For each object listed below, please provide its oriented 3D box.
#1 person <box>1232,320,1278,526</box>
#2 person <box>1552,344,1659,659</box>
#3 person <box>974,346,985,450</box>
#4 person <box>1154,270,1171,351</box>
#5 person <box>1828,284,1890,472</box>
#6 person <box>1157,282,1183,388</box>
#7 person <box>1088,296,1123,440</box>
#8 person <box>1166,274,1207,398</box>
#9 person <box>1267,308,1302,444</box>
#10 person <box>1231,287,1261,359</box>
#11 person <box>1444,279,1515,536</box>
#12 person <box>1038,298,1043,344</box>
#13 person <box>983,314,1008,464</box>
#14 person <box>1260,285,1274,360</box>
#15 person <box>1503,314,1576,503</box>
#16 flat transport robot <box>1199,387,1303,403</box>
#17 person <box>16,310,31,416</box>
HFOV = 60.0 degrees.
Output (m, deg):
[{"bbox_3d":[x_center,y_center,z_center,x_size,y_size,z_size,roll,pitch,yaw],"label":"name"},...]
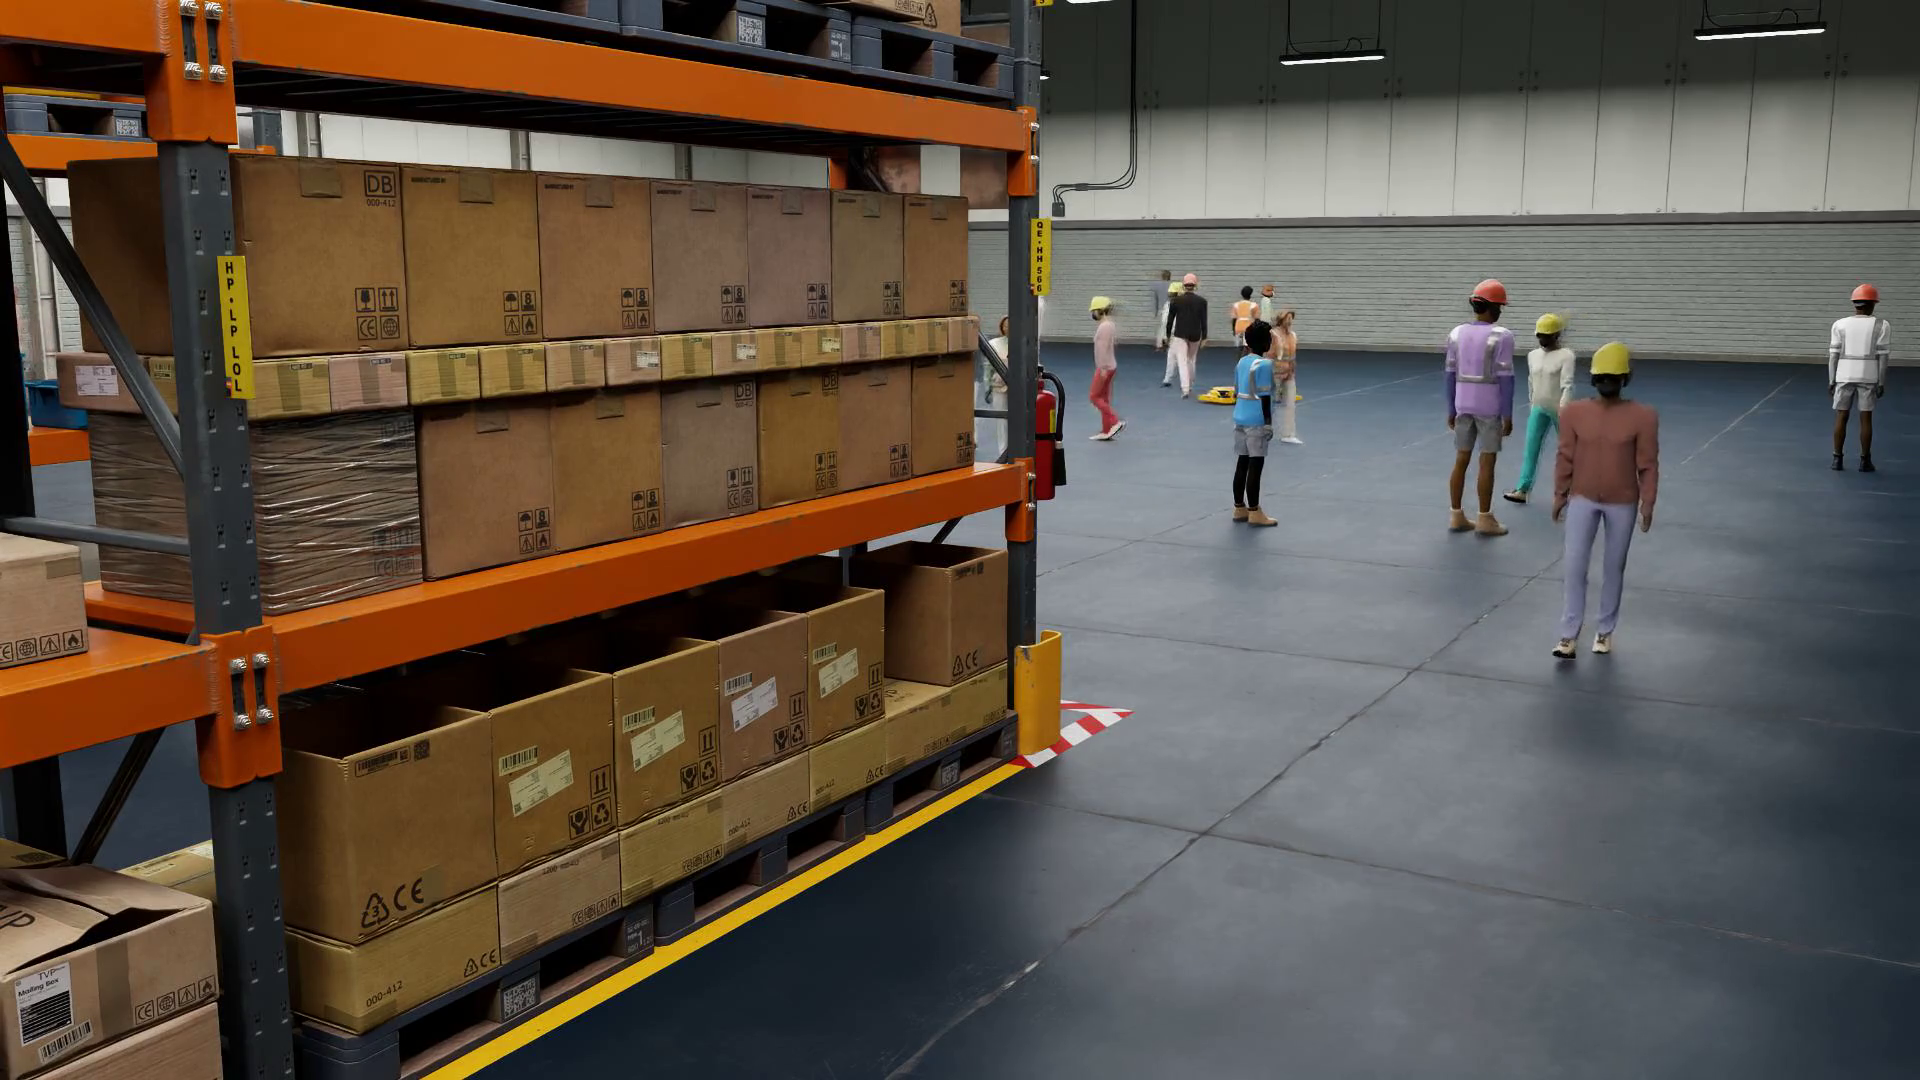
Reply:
[{"bbox_3d":[2.447,-0.967,13.803,0.321,1.697,0.530,-3,10,-15],"label":"person"},{"bbox_3d":[3.513,-0.191,9.115,0.547,1.733,0.800,5,11,26],"label":"person"},{"bbox_3d":[0.026,-1.757,18.733,0.492,1.585,0.827,5,11,29],"label":"person"},{"bbox_3d":[4.903,-5.403,39.218,0.883,1.899,0.639,-7,12,-36],"label":"person"},{"bbox_3d":[9.301,-1.673,17.245,0.547,1.934,0.376,7,12,35],"label":"person"},{"bbox_3d":[3.688,-3.486,28.265,0.808,1.804,0.596,-6,12,-33],"label":"person"},{"bbox_3d":[1.710,-2.058,20.031,0.368,1.744,0.543,1,10,7],"label":"person"},{"bbox_3d":[3.588,-3.229,26.341,0.626,1.949,1.020,0,10,1],"label":"person"},{"bbox_3d":[3.800,-1.966,19.881,0.521,1.617,0.687,-7,12,-35],"label":"person"},{"bbox_3d":[5.387,-3.911,31.165,0.540,1.650,0.877,7,12,35],"label":"person"},{"bbox_3d":[4.176,-1.055,13.311,0.389,2.041,0.614,-7,12,-36],"label":"person"},{"bbox_3d":[1.005,-3.231,26.484,0.682,1.888,0.559,-7,12,-35],"label":"person"},{"bbox_3d":[0.503,-1.553,17.436,0.530,1.620,0.429,0,10,1],"label":"person"},{"bbox_3d":[6.372,-4.480,34.554,0.279,1.634,0.497,0,10,-3],"label":"person"},{"bbox_3d":[5.333,-1.180,15.031,0.950,1.703,0.537,-7,12,-36],"label":"person"},{"bbox_3d":[4.442,-2.231,25.372,1.431,0.197,0.652,-4,10,-22],"label":"flat transport robot"},{"bbox_3d":[-12.350,-2.394,21.580,0.597,1.896,0.648,-1,10,-7],"label":"person"}]
